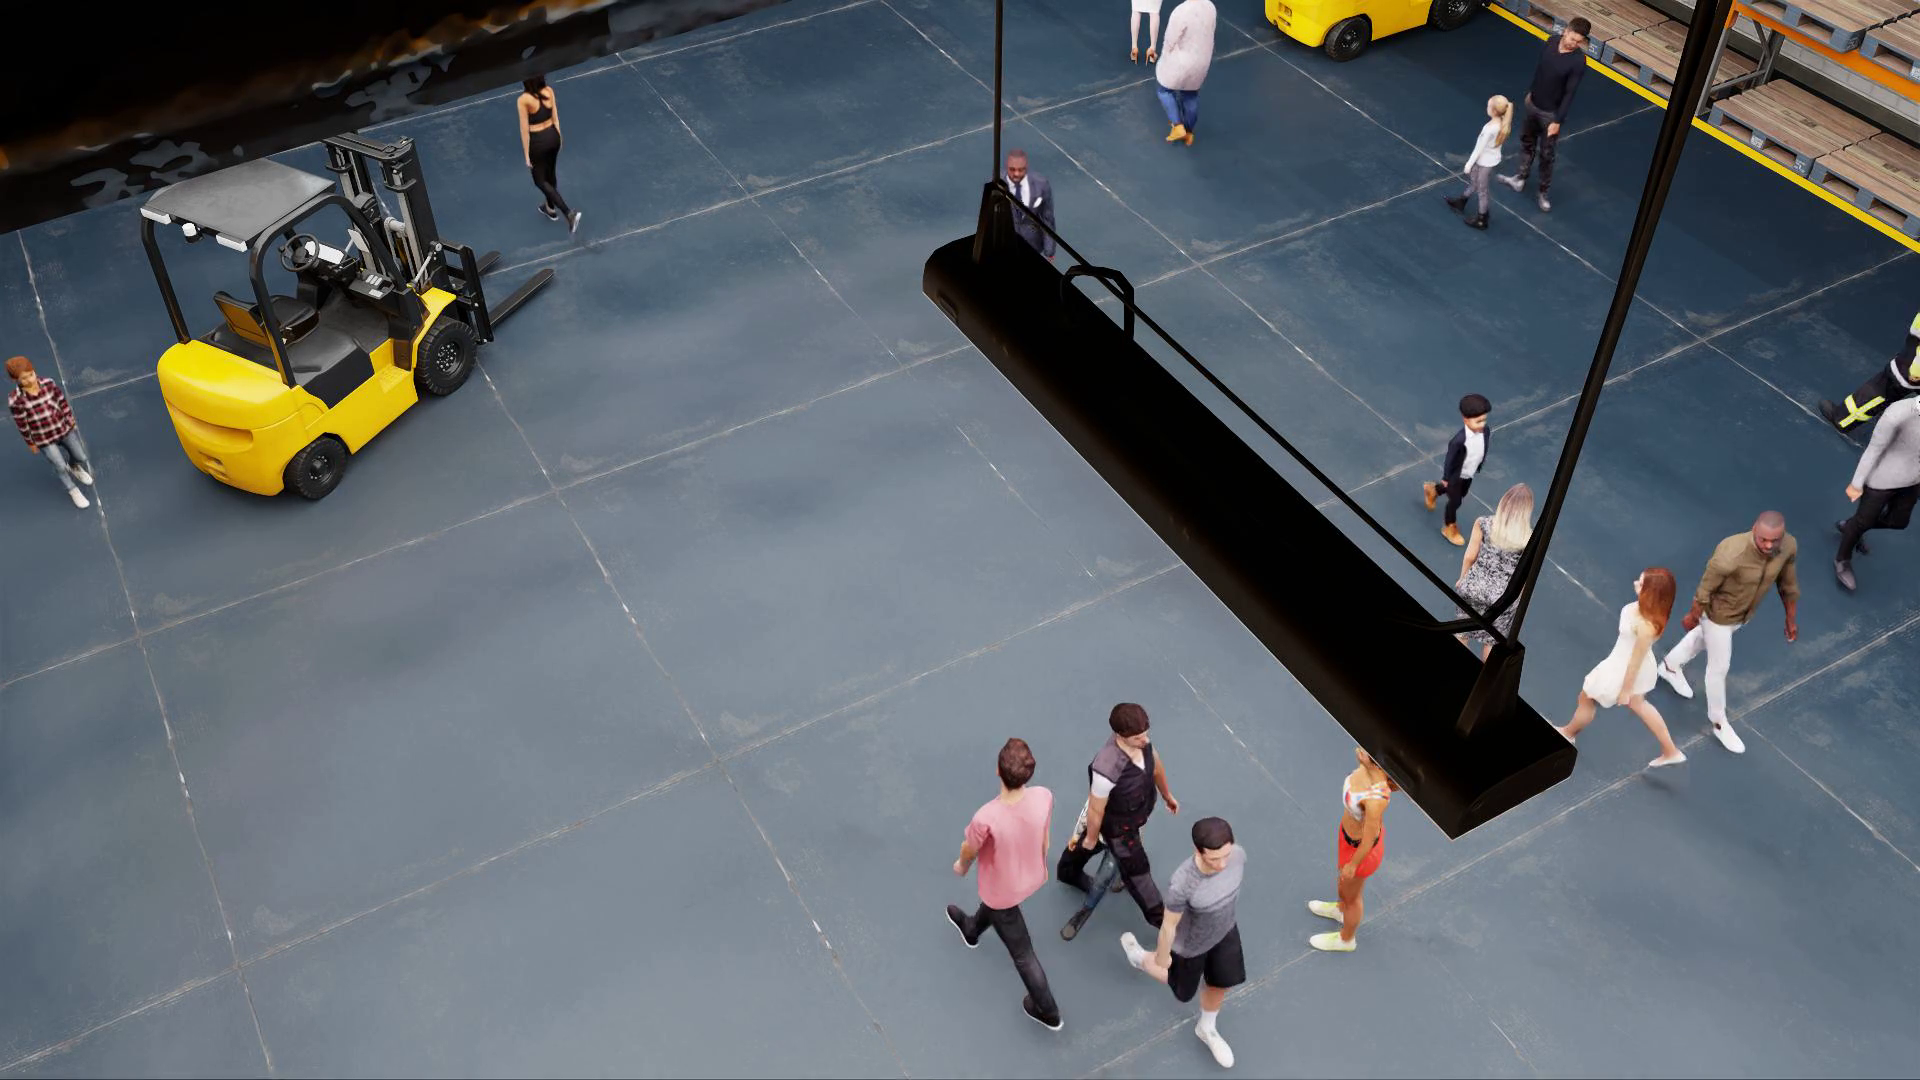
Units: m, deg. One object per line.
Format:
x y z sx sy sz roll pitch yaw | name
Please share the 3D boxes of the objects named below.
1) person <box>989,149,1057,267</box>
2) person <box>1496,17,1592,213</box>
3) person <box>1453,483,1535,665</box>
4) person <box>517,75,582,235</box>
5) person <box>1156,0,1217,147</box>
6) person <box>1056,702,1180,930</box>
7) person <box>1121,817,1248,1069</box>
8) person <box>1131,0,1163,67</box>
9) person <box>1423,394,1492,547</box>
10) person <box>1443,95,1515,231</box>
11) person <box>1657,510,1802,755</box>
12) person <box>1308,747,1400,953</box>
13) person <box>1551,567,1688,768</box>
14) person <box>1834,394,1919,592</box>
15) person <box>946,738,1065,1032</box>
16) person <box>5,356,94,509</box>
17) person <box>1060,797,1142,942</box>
0.469 -2.381 13.345 1.052 1.779 1.308 -3 44 -4 | person
5.236 -3.904 14.901 0.931 1.837 0.502 -8 44 -8 | person
3.356 0.326 10.558 0.608 1.703 0.705 18 46 18 | person
-3.611 -3.424 14.551 1.032 1.624 0.761 32 52 29 | person
2.160 -4.460 15.561 0.694 1.732 0.666 -19 47 -19 | person
0.810 1.482 9.271 1.260 1.804 1.088 17 46 17 | person
1.185 1.987 8.717 0.679 1.838 1.077 -25 49 -24 | person
1.891 -5.660 16.778 0.615 1.791 0.688 13 45 13 | person
3.540 -0.554 11.837 0.503 1.212 0.746 -20 47 -20 | person
4.714 -3.321 14.703 0.807 1.265 0.647 30 51 28 | person
4.754 0.386 10.433 0.813 1.789 1.086 -20 47 -20 | person
2.198 1.655 9.101 0.737 1.790 0.668 8 44 9 | person
4.134 0.809 10.070 1.194 1.676 0.938 27 50 25 | person
6.308 -0.487 11.269 0.914 1.899 0.911 -13 45 -13 | person
0.312 1.884 8.777 0.759 1.904 1.278 -29 51 -27 | person
-6.632 -0.822 12.055 0.693 1.299 0.625 32 52 29 | person
0.916 1.667 9.456 0.719 1.281 0.933 -34 53 -30 | person
